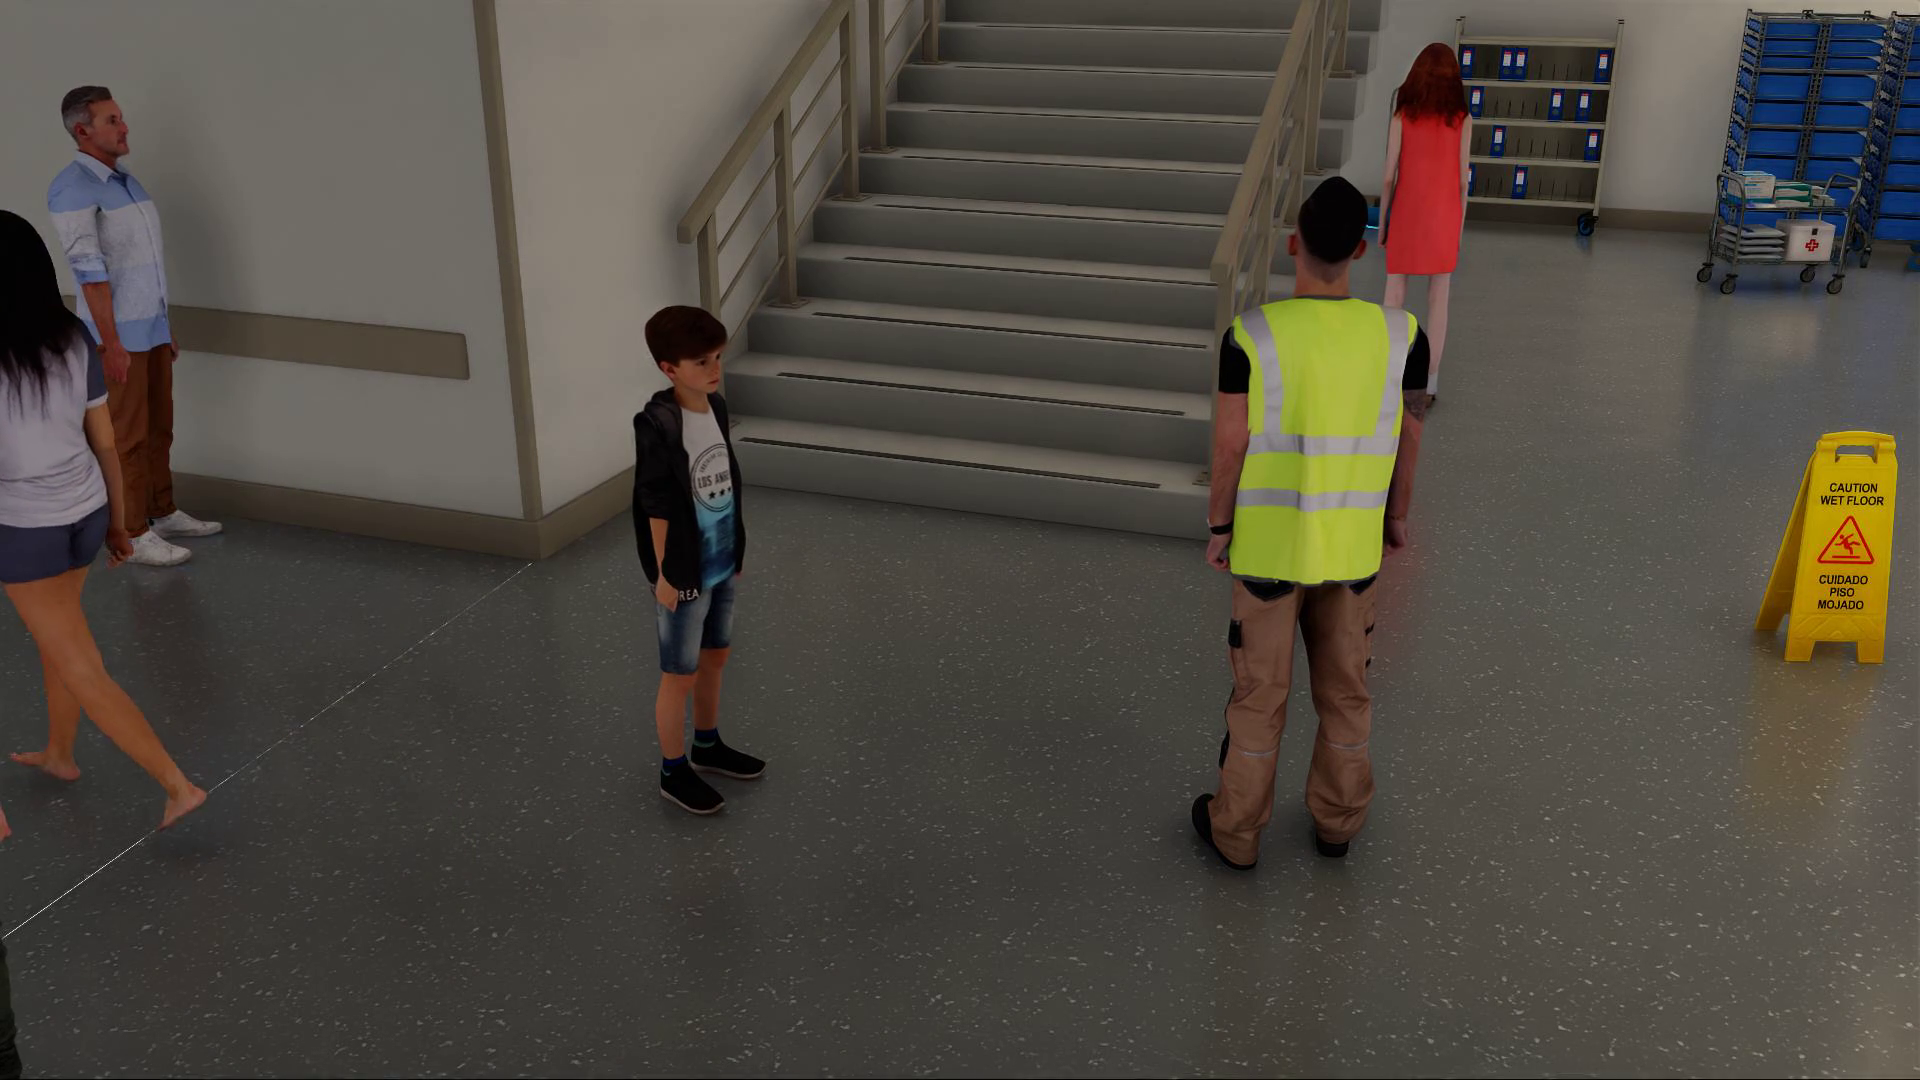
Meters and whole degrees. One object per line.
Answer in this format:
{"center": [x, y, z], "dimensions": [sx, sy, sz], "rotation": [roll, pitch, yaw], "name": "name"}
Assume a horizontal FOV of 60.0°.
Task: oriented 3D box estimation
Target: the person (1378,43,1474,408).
{"center": [2.367, -1.589, 8.491], "dimensions": [0.590, 1.824, 0.532], "rotation": [5, 21, 14], "name": "person"}

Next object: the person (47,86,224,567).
{"center": [-3.253, -0.829, 6.480], "dimensions": [0.815, 1.828, 0.652], "rotation": [0, 21, -1], "name": "person"}

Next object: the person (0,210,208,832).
{"center": [-2.387, 0.010, 4.450], "dimensions": [0.763, 1.695, 1.089], "rotation": [10, 23, 25], "name": "person"}

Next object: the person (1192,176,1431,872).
{"center": [0.887, -0.007, 4.282], "dimensions": [0.830, 1.846, 0.868], "rotation": [-2, 21, -6], "name": "person"}

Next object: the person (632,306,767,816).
{"center": [-0.748, 0.048, 4.701], "dimensions": [0.610, 1.446, 0.468], "rotation": [10, 23, 24], "name": "person"}
